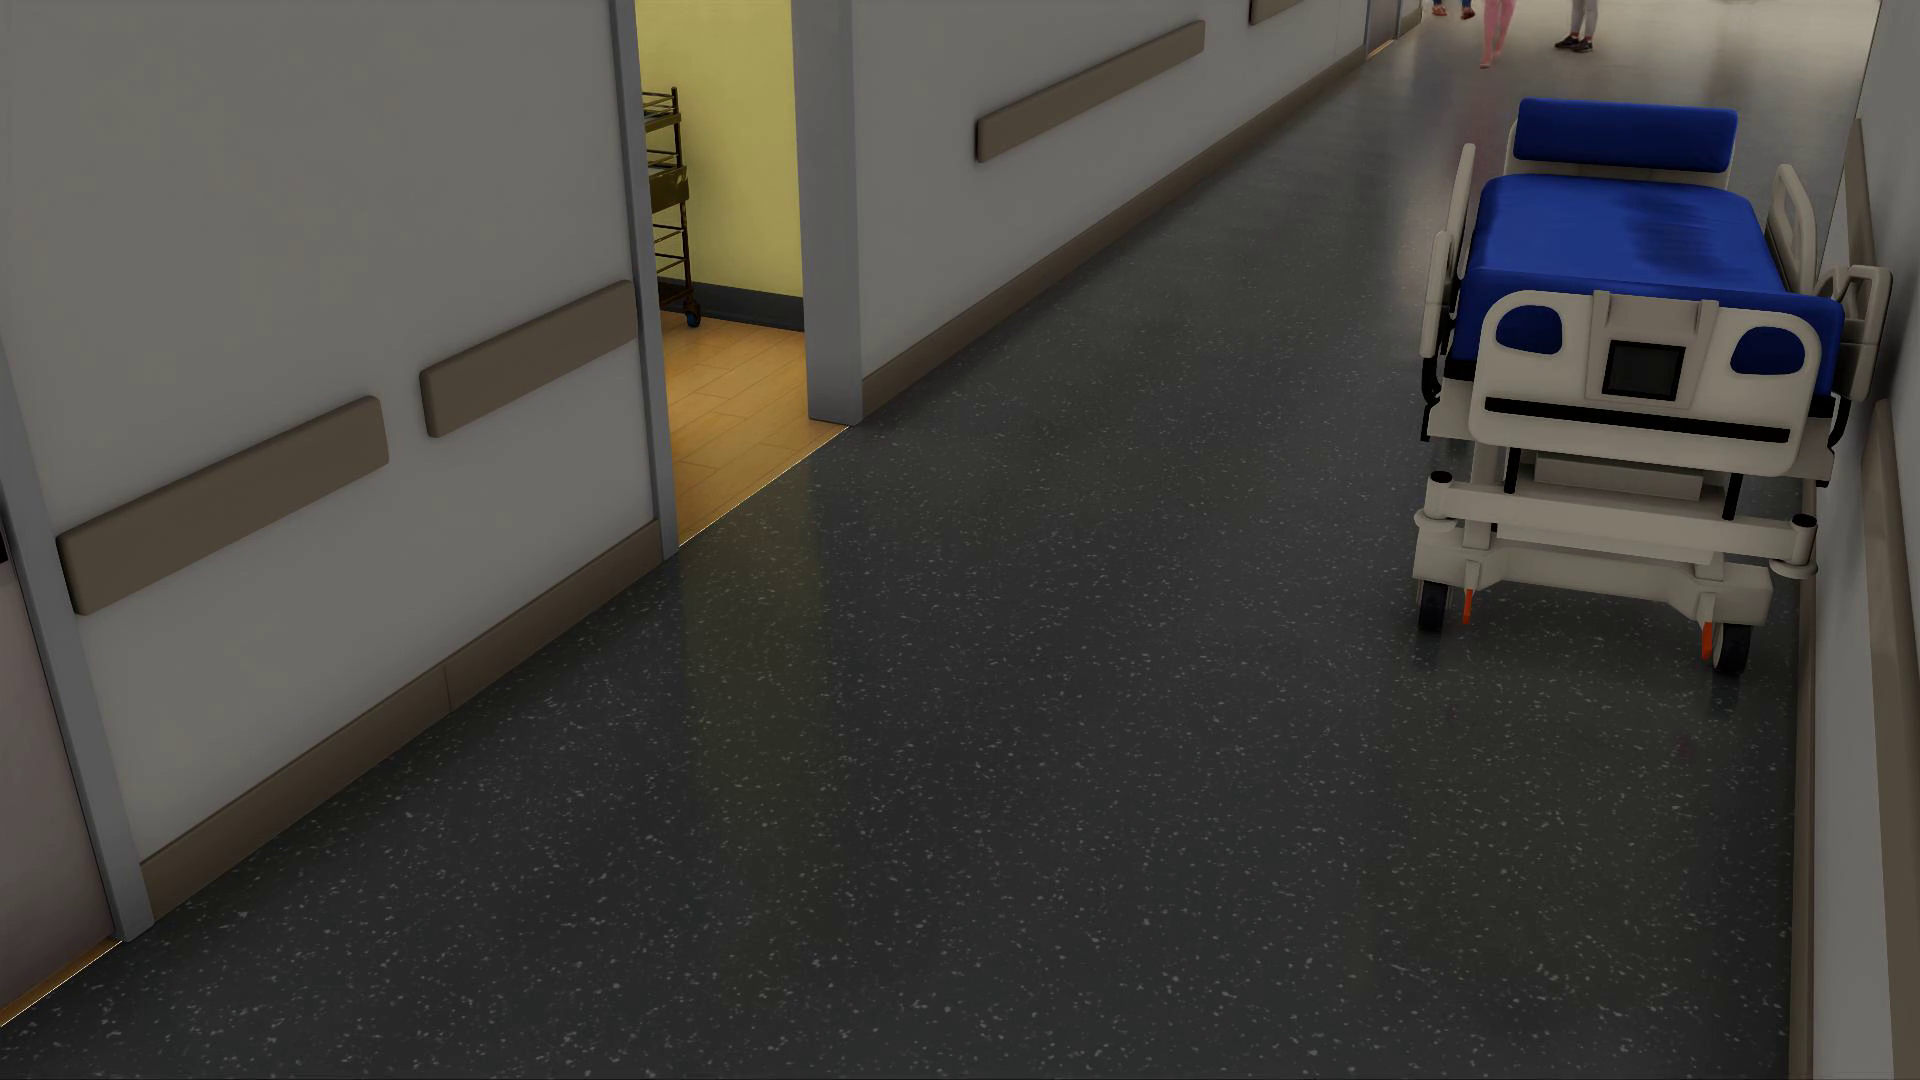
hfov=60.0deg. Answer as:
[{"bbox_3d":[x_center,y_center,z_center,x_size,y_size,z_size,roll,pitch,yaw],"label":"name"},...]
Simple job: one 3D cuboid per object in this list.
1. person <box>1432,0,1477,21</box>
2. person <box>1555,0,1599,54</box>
[{"bbox_3d":[4.709,-5.838,16.024,1.000,1.579,0.979,-5,26,-10],"label":"person"},{"bbox_3d":[5.467,-5.014,14.406,0.746,1.500,0.682,-11,28,-21],"label":"person"}]
